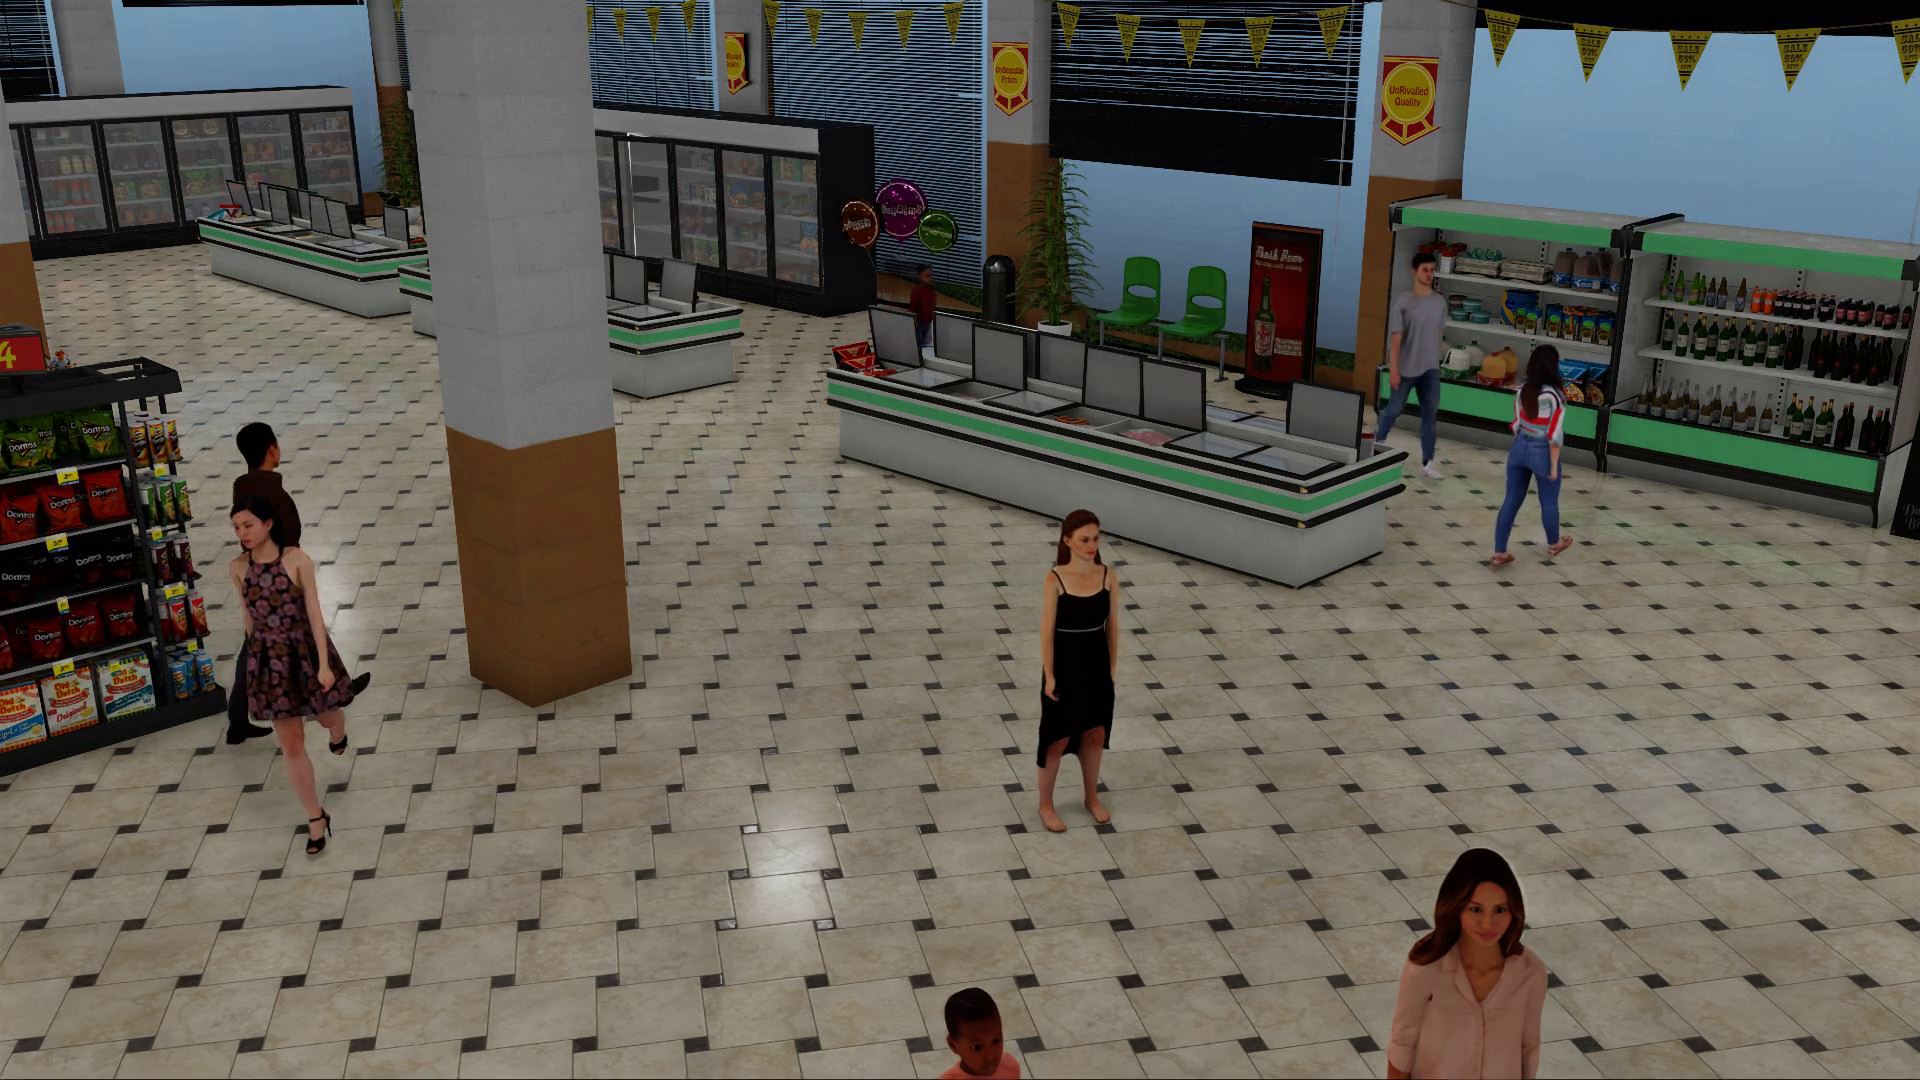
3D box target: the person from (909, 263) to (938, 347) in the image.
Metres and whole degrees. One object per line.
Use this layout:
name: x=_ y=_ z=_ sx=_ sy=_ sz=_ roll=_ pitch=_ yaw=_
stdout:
person: x=-0.444 y=-2.280 z=17.383 sx=0.517 sy=1.226 sz=0.779 roll=-17 pitch=25 yaw=-41

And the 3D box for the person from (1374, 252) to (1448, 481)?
person: x=3.784 y=-1.466 z=14.006 sx=1.094 sy=1.843 sz=1.314 roll=-5 pitch=19 yaw=-14

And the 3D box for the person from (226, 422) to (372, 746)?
person: x=-3.814 y=0.280 z=9.016 sx=1.170 sy=1.723 sz=0.931 roll=11 pitch=22 yaw=30

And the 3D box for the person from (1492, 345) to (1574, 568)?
person: x=3.998 y=-0.562 z=11.742 sx=0.752 sy=1.577 sz=0.947 roll=-14 pitch=23 yaw=-35

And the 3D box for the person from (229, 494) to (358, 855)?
person: x=-3.193 y=0.603 z=8.039 sx=1.075 sy=1.735 sz=1.193 roll=-3 pitch=19 yaw=-9

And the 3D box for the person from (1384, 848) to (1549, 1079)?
person: x=1.414 y=1.678 z=4.760 sx=0.662 sy=1.792 sz=0.722 roll=0 pitch=19 yaw=0

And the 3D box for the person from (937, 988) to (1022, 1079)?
person: x=0.038 y=1.892 z=4.880 sx=0.529 sy=1.310 sz=0.511 roll=-12 pitch=22 yaw=-32

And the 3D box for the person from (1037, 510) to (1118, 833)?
person: x=0.571 y=0.628 z=8.145 sx=0.661 sy=1.620 sz=0.695 roll=-6 pitch=19 yaw=-16
